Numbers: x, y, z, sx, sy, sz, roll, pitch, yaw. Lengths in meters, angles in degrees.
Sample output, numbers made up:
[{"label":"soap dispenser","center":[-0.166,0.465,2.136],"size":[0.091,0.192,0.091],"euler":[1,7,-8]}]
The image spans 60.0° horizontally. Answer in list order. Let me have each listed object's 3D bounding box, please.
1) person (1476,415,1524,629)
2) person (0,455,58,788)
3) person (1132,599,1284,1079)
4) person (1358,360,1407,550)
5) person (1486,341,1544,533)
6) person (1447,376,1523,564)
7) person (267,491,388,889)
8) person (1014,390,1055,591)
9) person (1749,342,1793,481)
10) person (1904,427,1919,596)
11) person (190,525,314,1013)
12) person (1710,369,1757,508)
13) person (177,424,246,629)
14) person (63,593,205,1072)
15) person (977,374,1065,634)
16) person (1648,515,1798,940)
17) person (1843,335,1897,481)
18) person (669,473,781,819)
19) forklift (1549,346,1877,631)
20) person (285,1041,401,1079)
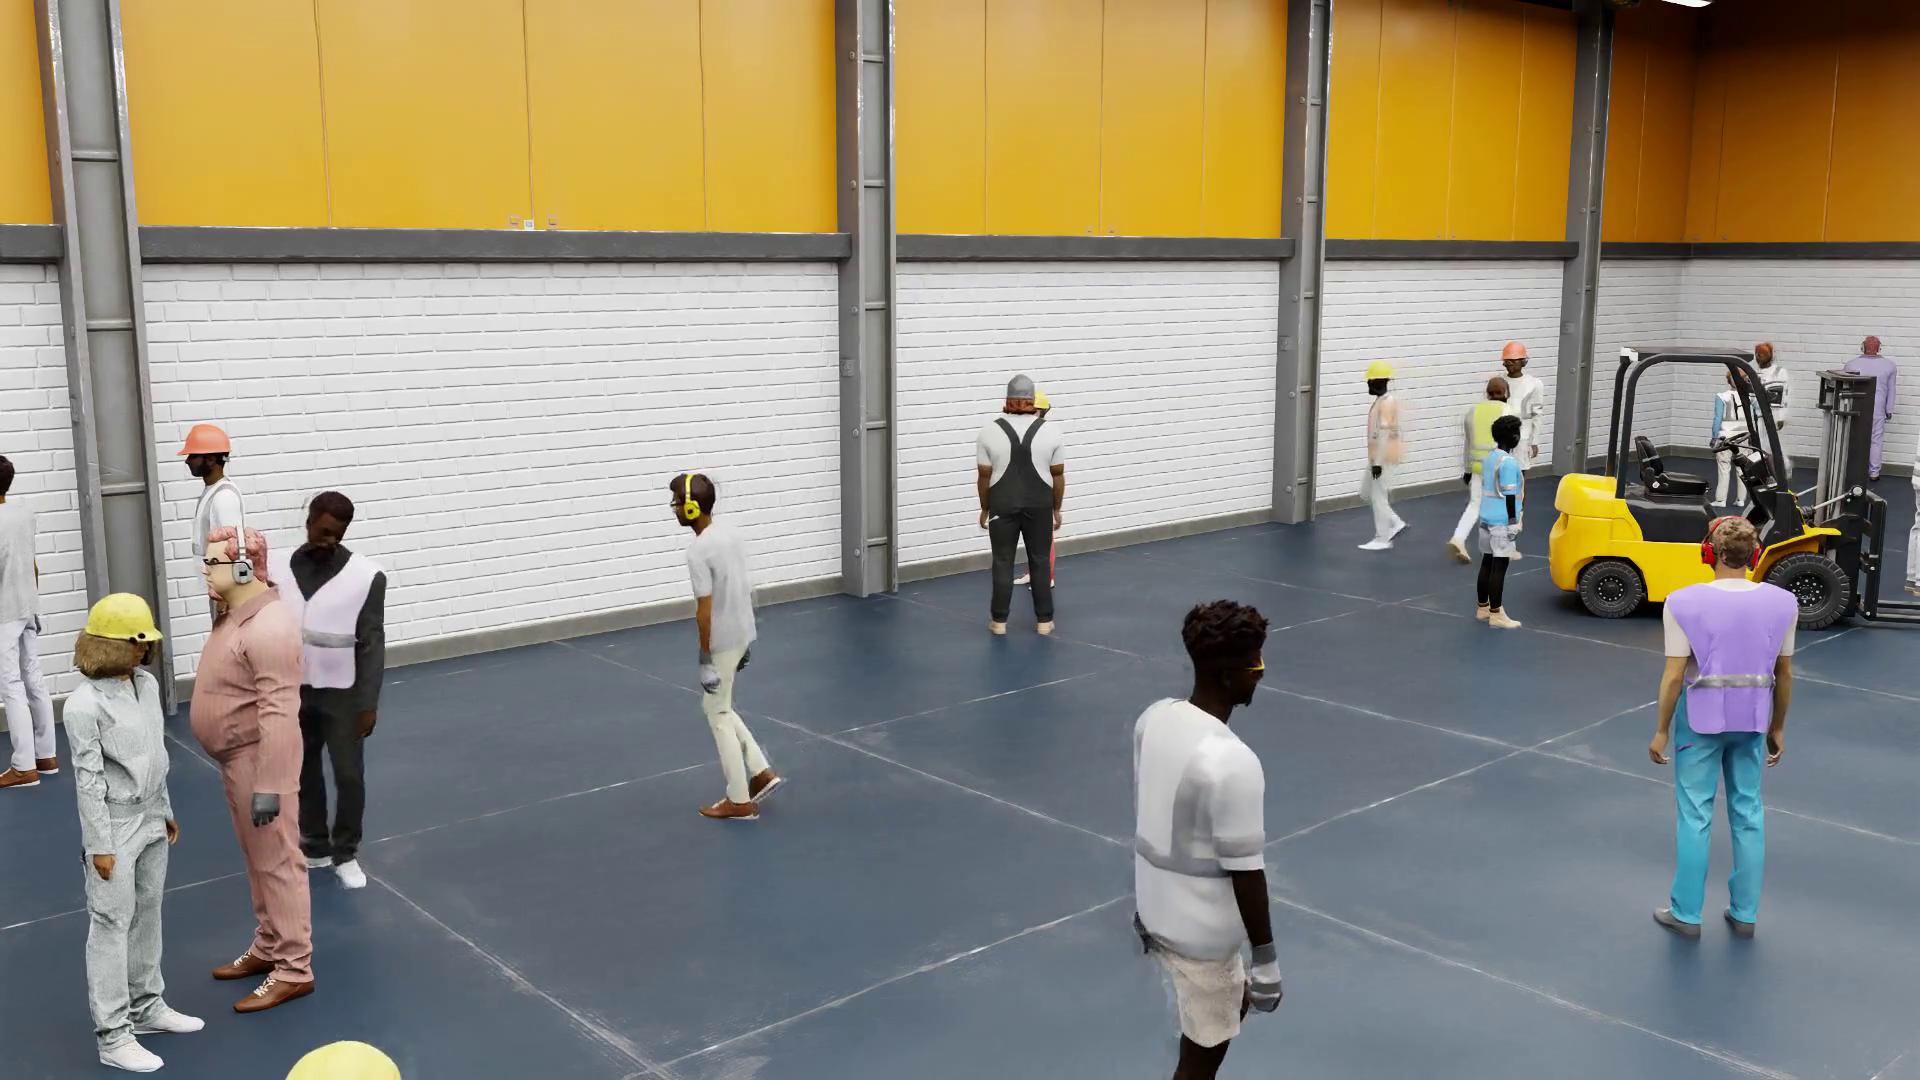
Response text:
[{"label":"person","center":[4.298,-0.149,13.215],"size":[0.318,1.698,0.533],"euler":[0,10,-3]},{"label":"person","center":[-5.298,0.444,9.234],"size":[0.328,1.874,0.521],"euler":[0,10,2]},{"label":"person","center":[0.781,1.126,5.013],"size":[0.517,1.943,0.628],"euler":[-3,10,-17]},{"label":"person","center":[4.213,-0.841,16.658],"size":[0.436,1.913,0.594],"euler":[1,10,6]},{"label":"person","center":[5.873,-1.094,17.733],"size":[0.608,2.045,0.391],"euler":[7,12,36]},{"label":"person","center":[5.055,-0.659,15.919],"size":[0.869,1.811,0.640],"euler":[-8,12,-38]},{"label":"person","center":[-3.003,0.691,7.785],"size":[0.745,1.881,0.368],"euler":[2,10,12]},{"label":"person","center":[0.667,-0.441,14.713],"size":[0.301,1.772,0.531],"euler":[-4,11,-23]},{"label":"person","center":[10.291,-1.590,21.162],"size":[0.686,1.864,0.590],"euler":[-5,11,-27]},{"label":"person","center":[8.453,-0.446,14.412],"size":[0.353,1.883,0.572],"euler":[3,10,17]},{"label":"person","center":[-2.794,0.884,6.554],"size":[0.408,1.909,0.638],"euler":[-6,12,-33]},{"label":"person","center":[9.033,-1.184,19.446],"size":[0.524,1.639,0.308],"euler":[-1,10,-5]},{"label":"person","center":[-4.501,0.262,10.106],"size":[0.360,1.939,0.543],"euler":[-6,11,-30]},{"label":"person","center":[-3.025,1.048,6.085],"size":[0.303,1.740,0.485],"euler":[0,10,3]},{"label":"person","center":[0.474,-0.282,12.992],"size":[0.688,2.000,0.536],"euler":[0,10,1]},{"label":"person","center":[3.273,0.814,7.144],"size":[0.571,1.843,0.373],"euler":[0,10,-1]},{"label":"person","center":[11.869,-1.718,21.778],"size":[0.641,1.913,0.407],"euler":[4,10,20]},{"label":"person","center":[-1.262,0.559,8.663],"size":[0.438,1.835,0.544],"euler":[3,10,14]},{"label":"forklift","center":[6.109,-0.478,13.691],"size":[2.313,2.155,1.214],"euler":[3,10,16]},{"label":"person","center":[-1.008,1.630,2.733],"size":[0.540,1.706,0.930],"euler":[2,10,10]}]
